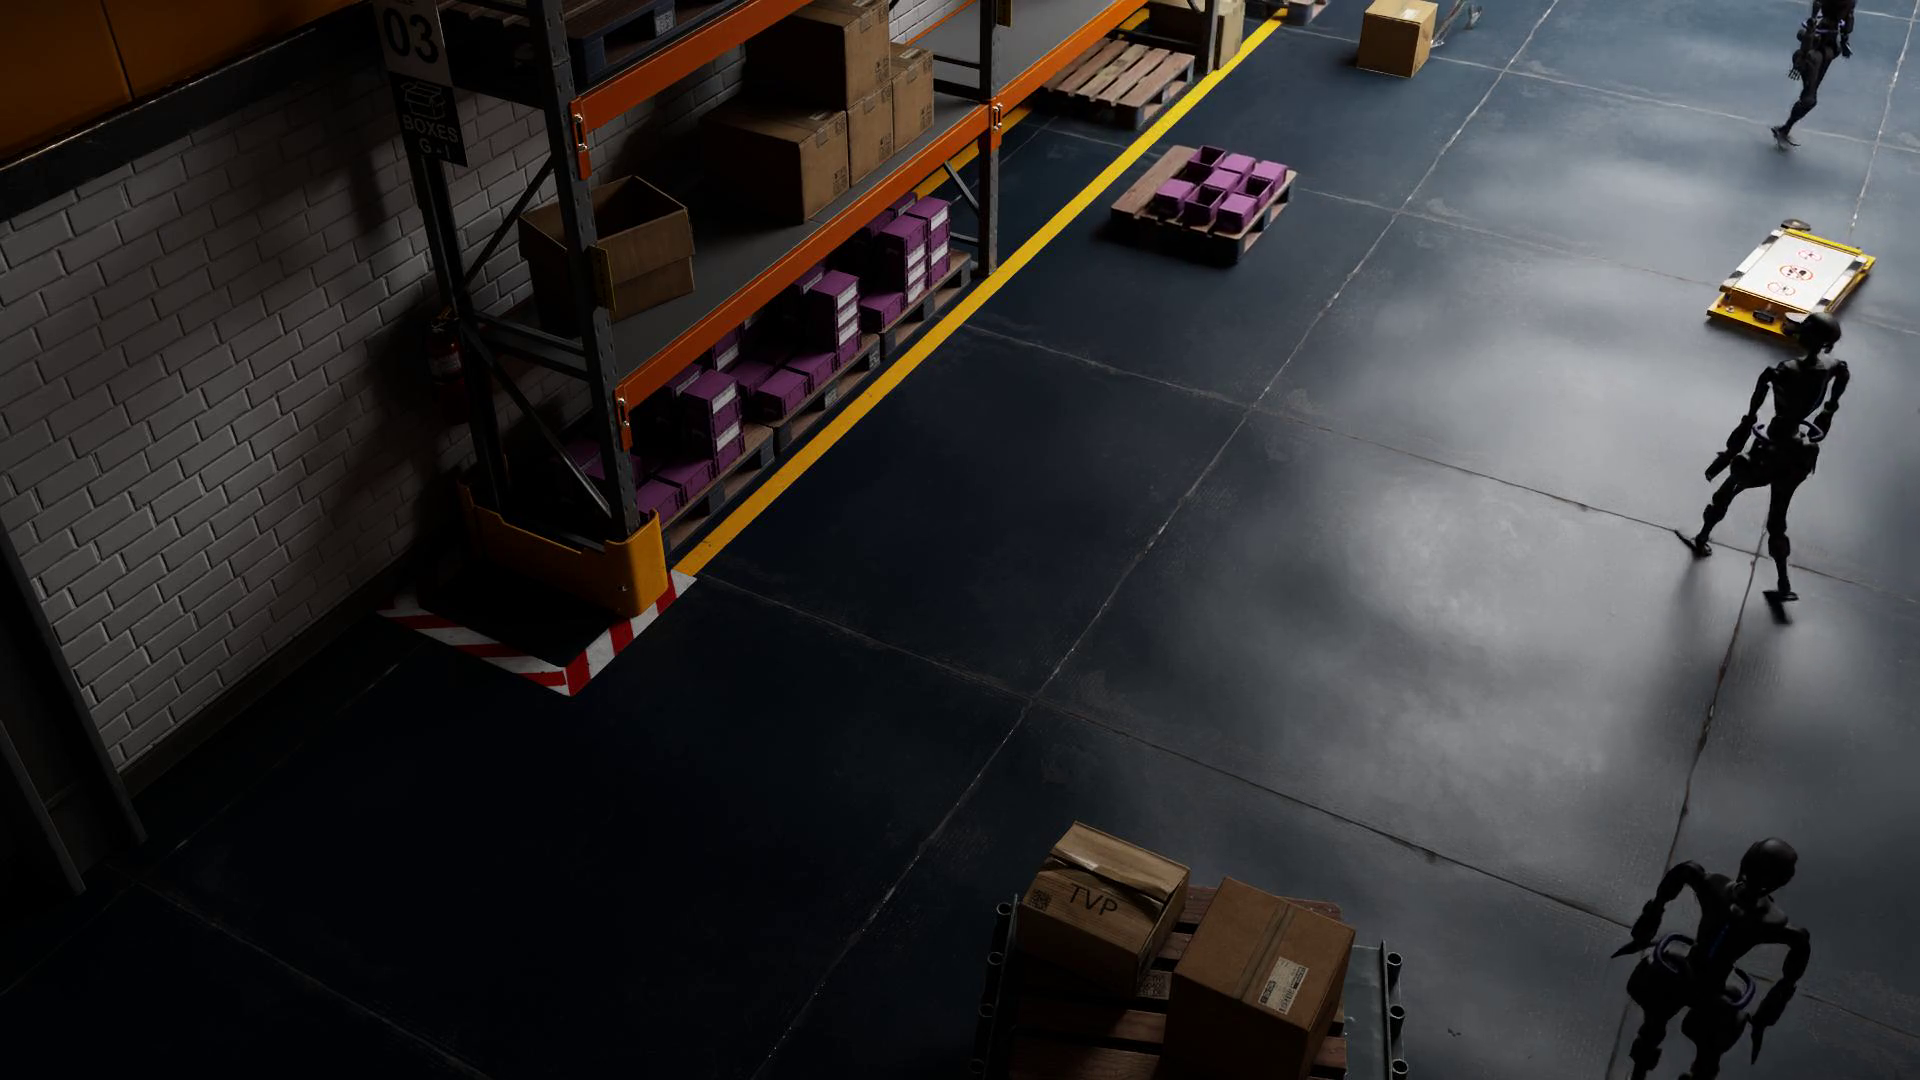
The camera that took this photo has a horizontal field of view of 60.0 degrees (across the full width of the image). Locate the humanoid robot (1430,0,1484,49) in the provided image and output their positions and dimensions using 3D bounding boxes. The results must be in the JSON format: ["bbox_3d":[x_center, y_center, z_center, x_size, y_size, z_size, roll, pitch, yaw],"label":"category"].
[{"bbox_3d":[4.519,-5.239,14.602,0.968,1.760,0.543,-23,44,-26],"label":"humanoid robot"}]

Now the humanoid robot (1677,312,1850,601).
[{"bbox_3d":[4.278,-0.451,8.702,0.611,1.631,0.789,-9,39,-11],"label":"humanoid robot"}]

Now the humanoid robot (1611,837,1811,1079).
[{"bbox_3d":[2.643,1.646,6.041,0.598,1.647,0.468,29,47,31],"label":"humanoid robot"}]

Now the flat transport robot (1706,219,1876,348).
[{"bbox_3d":[5.742,-1.778,11.443,0.659,0.231,1.431,28,46,30],"label":"flat transport robot"}]

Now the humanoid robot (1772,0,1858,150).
[{"bbox_3d":[6.688,-3.835,12.889,0.615,1.650,0.387,-22,44,-25],"label":"humanoid robot"}]
